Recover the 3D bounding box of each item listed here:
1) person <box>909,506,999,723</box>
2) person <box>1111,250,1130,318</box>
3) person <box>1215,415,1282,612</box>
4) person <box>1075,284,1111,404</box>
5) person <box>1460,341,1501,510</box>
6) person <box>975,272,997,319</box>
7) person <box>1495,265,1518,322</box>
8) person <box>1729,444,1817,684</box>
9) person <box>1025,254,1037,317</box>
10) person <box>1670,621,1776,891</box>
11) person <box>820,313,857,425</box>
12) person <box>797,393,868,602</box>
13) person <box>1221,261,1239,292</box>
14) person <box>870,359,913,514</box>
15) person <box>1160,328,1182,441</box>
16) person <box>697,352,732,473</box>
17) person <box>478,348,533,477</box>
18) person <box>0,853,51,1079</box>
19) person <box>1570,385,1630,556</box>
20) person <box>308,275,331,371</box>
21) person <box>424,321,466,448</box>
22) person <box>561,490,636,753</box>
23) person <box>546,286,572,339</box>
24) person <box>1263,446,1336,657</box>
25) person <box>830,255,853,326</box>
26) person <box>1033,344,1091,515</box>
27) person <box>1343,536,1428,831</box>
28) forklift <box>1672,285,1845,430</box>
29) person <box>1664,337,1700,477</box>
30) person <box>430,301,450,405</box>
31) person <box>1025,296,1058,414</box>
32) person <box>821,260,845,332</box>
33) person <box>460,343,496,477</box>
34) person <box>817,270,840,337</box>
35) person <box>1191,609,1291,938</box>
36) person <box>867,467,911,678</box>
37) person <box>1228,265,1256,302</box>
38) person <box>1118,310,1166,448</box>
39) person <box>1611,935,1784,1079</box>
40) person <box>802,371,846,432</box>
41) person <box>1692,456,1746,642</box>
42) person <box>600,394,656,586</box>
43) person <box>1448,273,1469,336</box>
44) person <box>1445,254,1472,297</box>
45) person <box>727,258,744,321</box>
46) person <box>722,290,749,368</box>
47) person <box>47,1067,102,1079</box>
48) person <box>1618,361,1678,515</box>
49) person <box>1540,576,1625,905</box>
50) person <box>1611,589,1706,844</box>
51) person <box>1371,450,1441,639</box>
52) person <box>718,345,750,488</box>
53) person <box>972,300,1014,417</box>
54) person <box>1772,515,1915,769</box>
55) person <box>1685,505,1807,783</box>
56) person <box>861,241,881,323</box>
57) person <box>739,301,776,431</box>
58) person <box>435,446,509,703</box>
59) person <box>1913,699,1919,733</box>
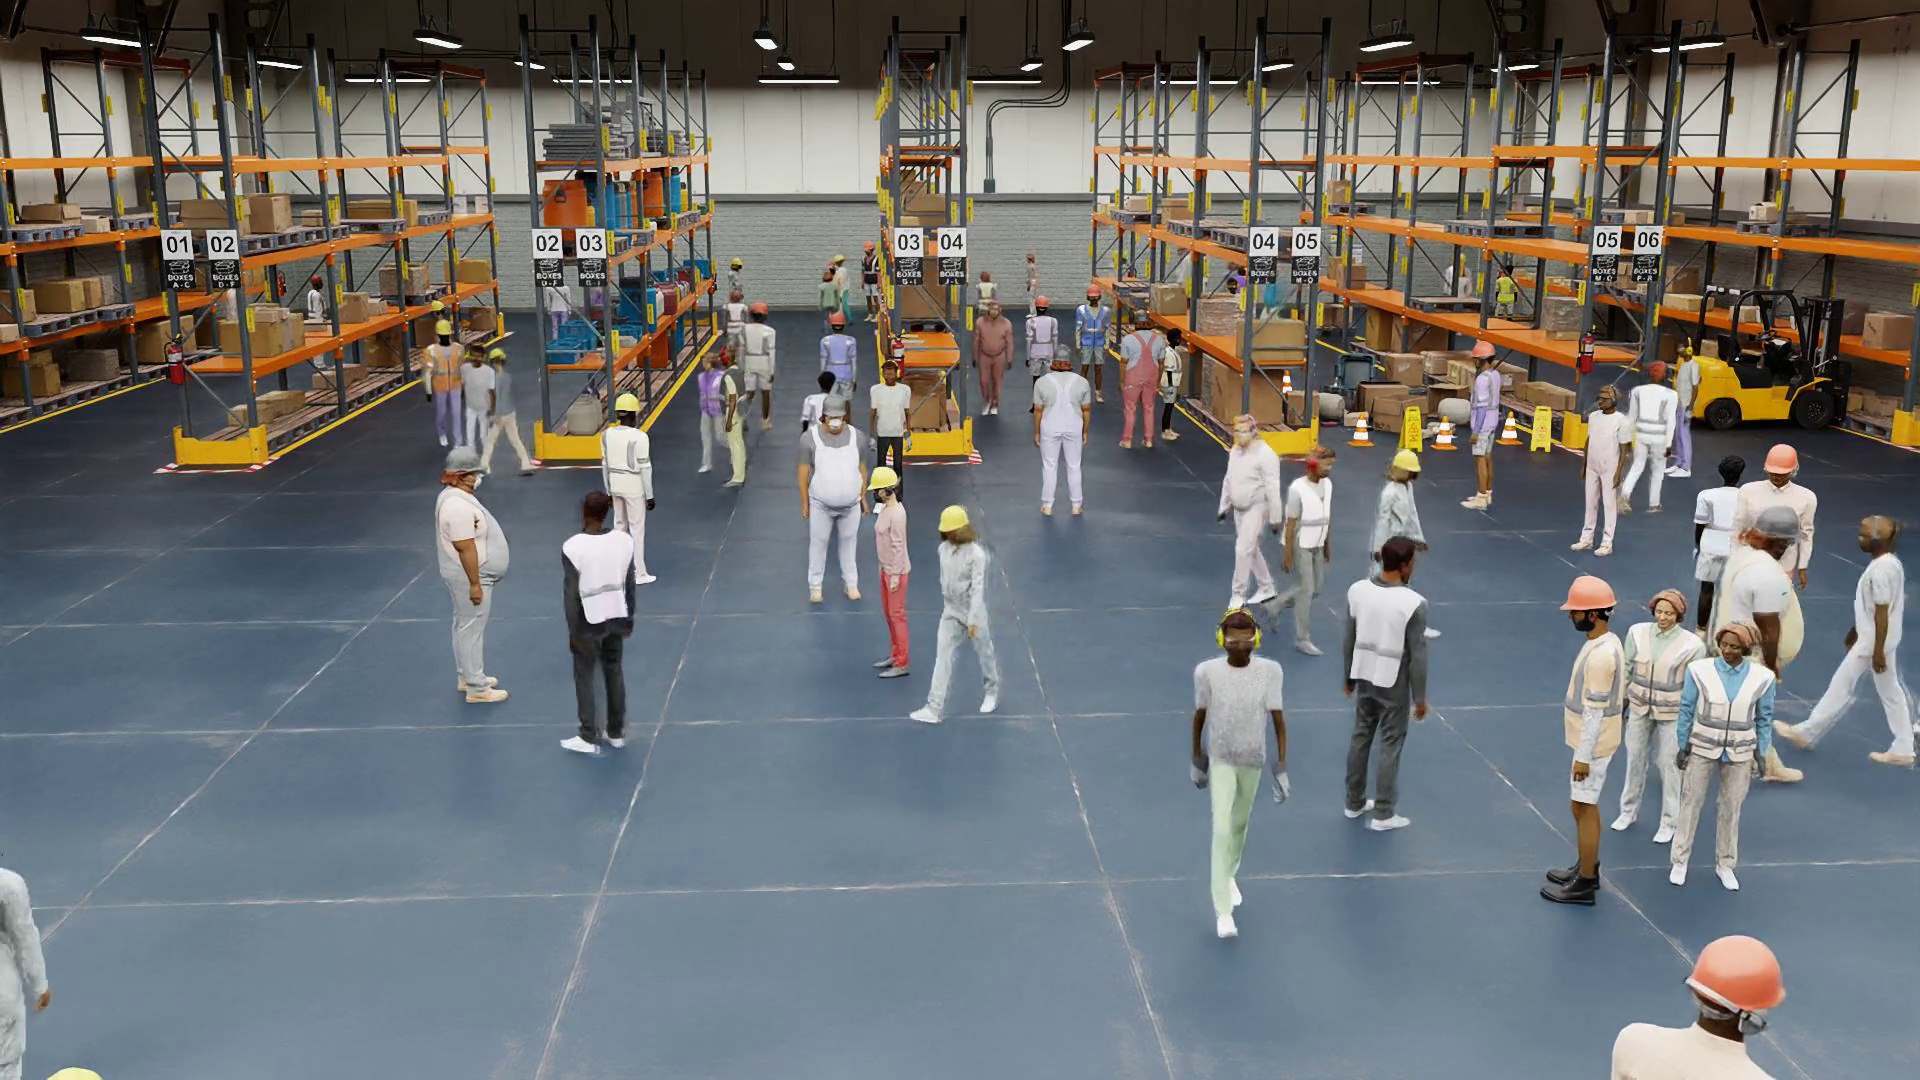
[{"bbox_3d":[0.003,0.560,12.645,0.515,1.674,0.931,11,17,39],"label":"person"},{"bbox_3d":[4.020,-6.110,40.487,0.794,1.878,0.585,2,13,9],"label":"person"},{"bbox_3d":[2.784,-0.264,15.772,0.626,1.888,0.677,-5,14,-22],"label":"person"},{"bbox_3d":[2.274,-3.342,28.420,0.607,2.044,0.378,-1,13,-4],"label":"person"},{"bbox_3d":[6.304,-1.389,20.153,0.395,2.038,0.614,9,16,32],"label":"person"},{"bbox_3d":[0.560,-5.190,37.205,0.520,1.600,0.844,-2,13,-8],"label":"person"},{"bbox_3d":[12.496,-5.439,38.045,0.529,1.697,0.321,10,17,37],"label":"person"},{"bbox_3d":[6.600,0.191,13.581,0.608,1.984,0.397,6,15,25],"label":"person"},{"bbox_3d":[1.841,-6.571,42.989,0.316,1.629,0.508,2,13,9],"label":"person"},{"bbox_3d":[4.485,1.259,9.800,0.515,1.636,0.314,4,14,16],"label":"person"},{"bbox_3d":[-1.800,-2.413,24.792,0.553,1.916,0.487,0,13,-2],"label":"person"},{"bbox_3d":[-1.199,-0.412,16.011,0.688,2.000,0.536,-4,14,-17],"label":"person"},{"bbox_3d":[6.671,-6.112,41.077,0.520,1.608,0.750,-5,14,-21],"label":"person"},{"bbox_3d":[-0.822,-1.238,19.895,0.513,1.864,0.337,-1,13,-5],"label":"person"},{"bbox_3d":[3.157,-2.335,24.919,0.319,1.688,0.539,3,14,11],"label":"person"},{"bbox_3d":[-3.318,-1.740,22.529,0.529,1.620,0.600,8,15,30],"label":"person"},{"bbox_3d":[-6.125,-1.688,22.141,0.895,1.698,0.560,3,14,13],"label":"person"},{"bbox_3d":[-4.094,1.887,6.952,0.491,1.733,0.384,-2,13,-7],"label":"person"},{"bbox_3d":[6.901,-0.753,17.877,0.345,1.846,0.508,-9,16,-33],"label":"person"},{"bbox_3d":[-12.538,-4.225,32.506,0.361,1.883,0.574,-7,15,-29],"label":"person"},{"bbox_3d":[-7.460,-2.250,24.131,0.599,1.891,0.921,-7,15,-27],"label":"person"},{"bbox_3d":[-2.614,0.586,12.128,0.639,1.877,0.449,-12,18,-41],"label":"person"},{"bbox_3d":[-8.541,-4.866,35.464,0.524,1.772,0.301,-1,13,-4],"label":"person"},{"bbox_3d":[2.954,0.063,14.483,0.642,1.816,0.626,12,18,41],"label":"person"},{"bbox_3d":[-3.003,-6.131,40.922,0.885,1.726,0.539,3,14,14],"label":"person"},{"bbox_3d":[1.201,-1.322,19.869,0.685,2.000,0.535,0,13,-2],"label":"person"},{"bbox_3d":[2.716,0.912,10.682,0.374,1.916,0.599,-10,17,-37],"label":"person"},{"bbox_3d":[12.503,-2.886,26.166,2.313,2.155,1.214,-1,13,-3],"label":"forklift"},{"bbox_3d":[9.625,-1.766,22.117,0.309,1.868,0.535,1,13,6],"label":"person"},{"bbox_3d":[-8.850,-3.194,28.407,0.334,1.764,0.524,0,13,-2],"label":"person"},{"bbox_3d":[1.334,-3.044,27.381,0.546,1.939,0.375,-2,14,-10],"label":"person"},{"bbox_3d":[-3.019,-5.762,39.382,0.572,1.705,0.877,4,14,15],"label":"person"},{"bbox_3d":[-6.350,-1.693,21.918,0.542,1.811,0.757,1,13,4],"label":"person"},{"bbox_3d":[-2.943,-5.228,37.304,0.520,1.615,0.413,-2,13,-8],"label":"person"},{"bbox_3d":[1.567,1.287,9.297,0.510,1.823,0.950,-1,13,-3],"label":"person"},{"bbox_3d":[-0.586,0.258,13.792,0.342,1.756,0.533,-4,14,-16],"label":"person"},{"bbox_3d":[6.110,-5.041,36.049,0.619,1.845,0.430,3,14,14],"label":"person"},{"bbox_3d":[2.621,-2.361,24.270,0.686,2.000,0.535,-4,14,-16],"label":"person"},{"bbox_3d":[2.303,2.169,5.218,0.428,1.985,0.623,-11,17,-39],"label":"person"},{"bbox_3d":[-1.653,-1.213,20.241,0.538,1.667,0.816,-1,13,-3],"label":"person"},{"bbox_3d":[6.706,0.099,14.595,0.532,1.692,0.320,7,15,27],"label":"person"},{"bbox_3d":[-3.319,-0.508,16.687,0.590,1.918,0.397,8,15,30],"label":"person"},{"bbox_3d":[11.599,-5.600,38.909,0.522,1.608,0.674,-1,13,-6],"label":"person"},{"bbox_3d":[11.992,-5.957,39.980,0.624,1.814,0.578,2,13,7],"label":"person"},{"bbox_3d":[-5.366,-5.910,39.972,0.364,1.734,0.486,9,16,32],"label":"person"},{"bbox_3d":[-4.352,-4.045,32.296,0.528,1.615,0.556,-2,13,-8],"label":"person"},{"bbox_3d":[-2.517,2.355,4.883,0.523,1.769,0.310,-9,16,-34],"label":"person"},{"bbox_3d":[8.171,-1.200,19.756,0.826,1.860,0.583,-12,18,-42],"label":"person"},{"bbox_3d":[3.620,1.153,9.644,0.391,1.923,0.554,5,14,21],"label":"person"},{"bbox_3d":[4.412,1.097,10.503,0.314,1.633,0.519,-12,18,-40],"label":"person"},{"bbox_3d":[3.967,0.038,14.825,0.854,1.694,0.483,8,15,30],"label":"person"},{"bbox_3d":[-2.914,-1.592,21.438,0.396,1.841,0.565,0,13,2],"label":"person"},{"bbox_3d":[0.540,-2.948,27.082,0.664,1.881,0.709,0,13,-1],"label":"person"},{"bbox_3d":[6.403,0.698,11.830,0.972,1.788,0.526,10,17,37],"label":"person"},{"bbox_3d":[5.318,0.697,11.315,0.926,2.000,0.691,3,14,12],"label":"person"},{"bbox_3d":[-2.245,-6.453,41.643,0.612,2.029,0.410,10,17,37],"label":"person"},{"bbox_3d":[-3.126,-2.642,25.508,0.616,2.021,0.738,3,14,11],"label":"person"},{"bbox_3d":[-3.847,0.255,13.187,0.538,2.000,0.684,-6,15,-24],"label":"person"},{"bbox_3d":[7.407,0.664,12.328,0.498,1.634,0.281,8,15,30],"label":"person"}]
